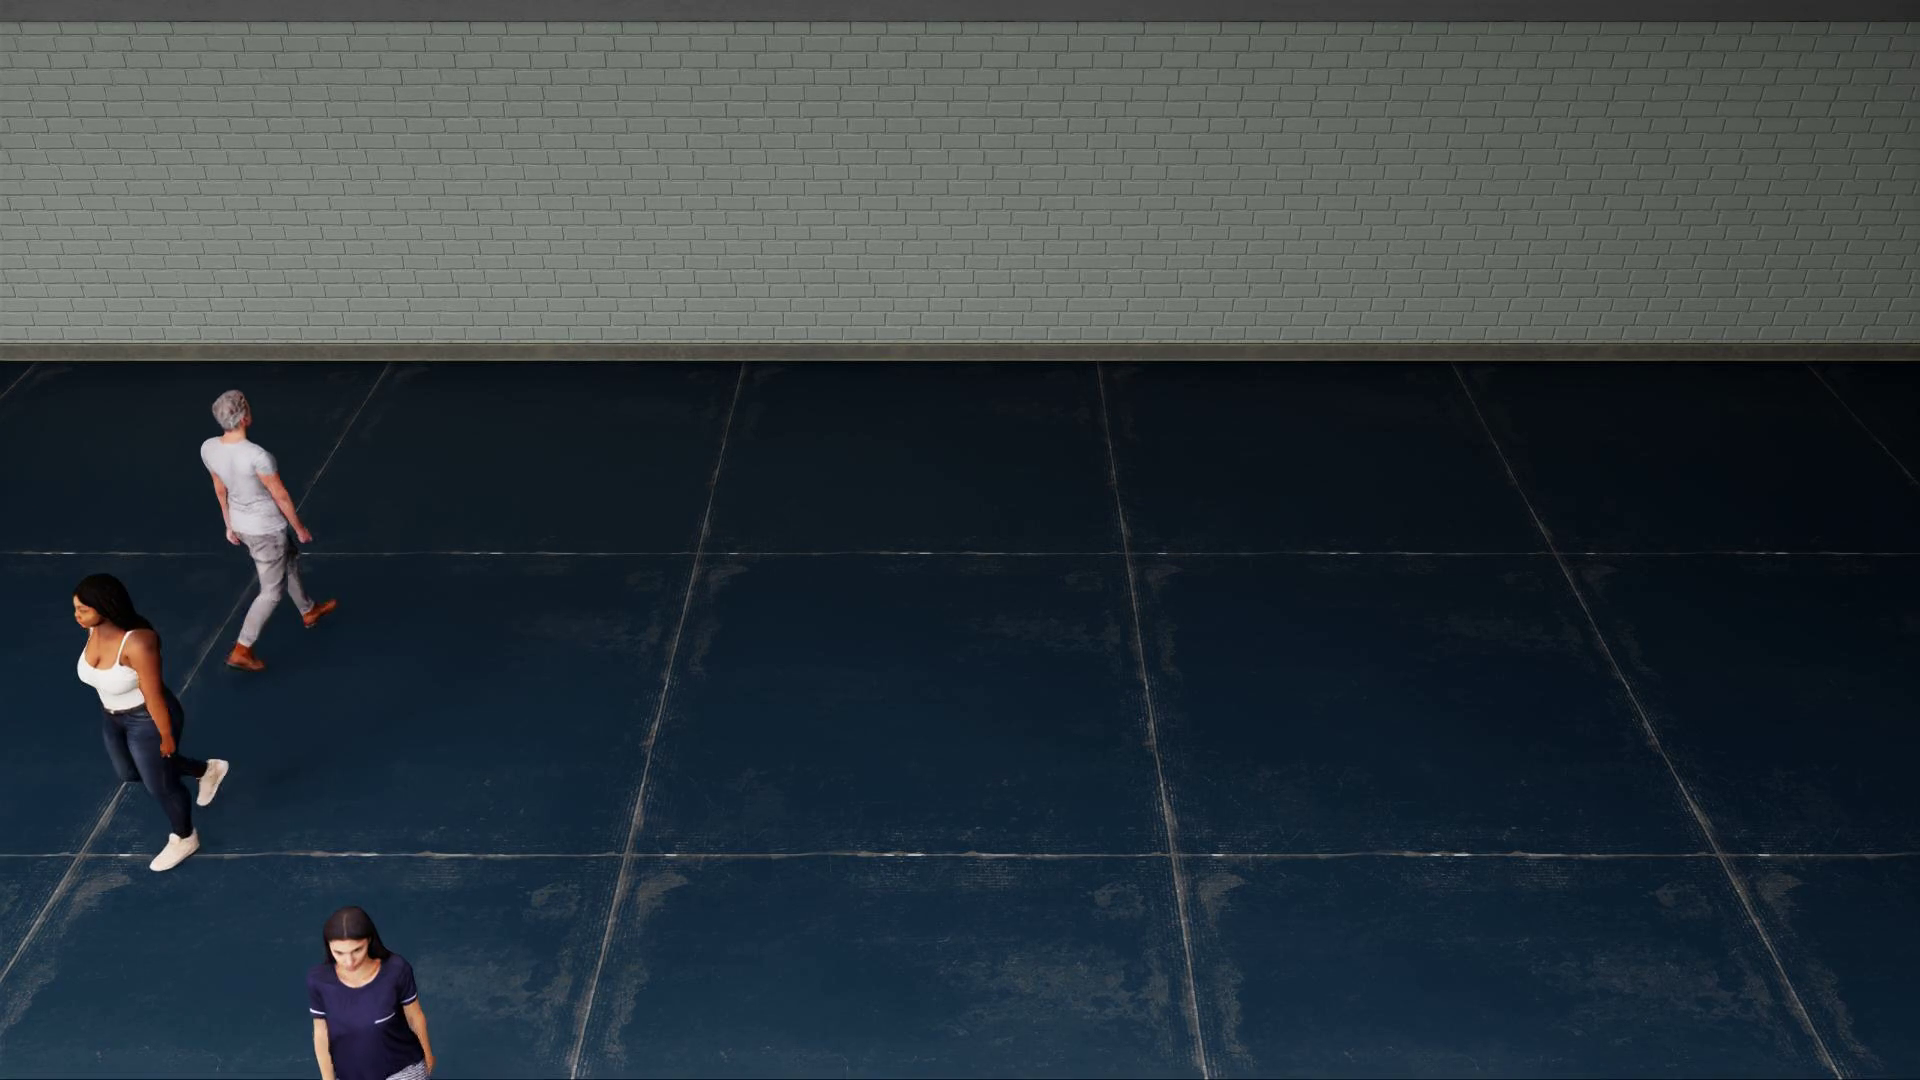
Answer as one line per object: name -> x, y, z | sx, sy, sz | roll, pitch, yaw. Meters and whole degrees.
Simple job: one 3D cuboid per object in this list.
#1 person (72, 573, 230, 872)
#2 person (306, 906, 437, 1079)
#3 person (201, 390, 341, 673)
person -> -4.212, 0.900, 8.747 | 0.892, 1.794, 0.996 | 20, 38, 27
person -> -2.406, 2.136, 6.910 | 0.649, 1.725, 1.137 | -3, 33, -5
person -> -4.320, -0.021, 10.162 | 1.083, 1.795, 1.294 | 18, 37, 25
